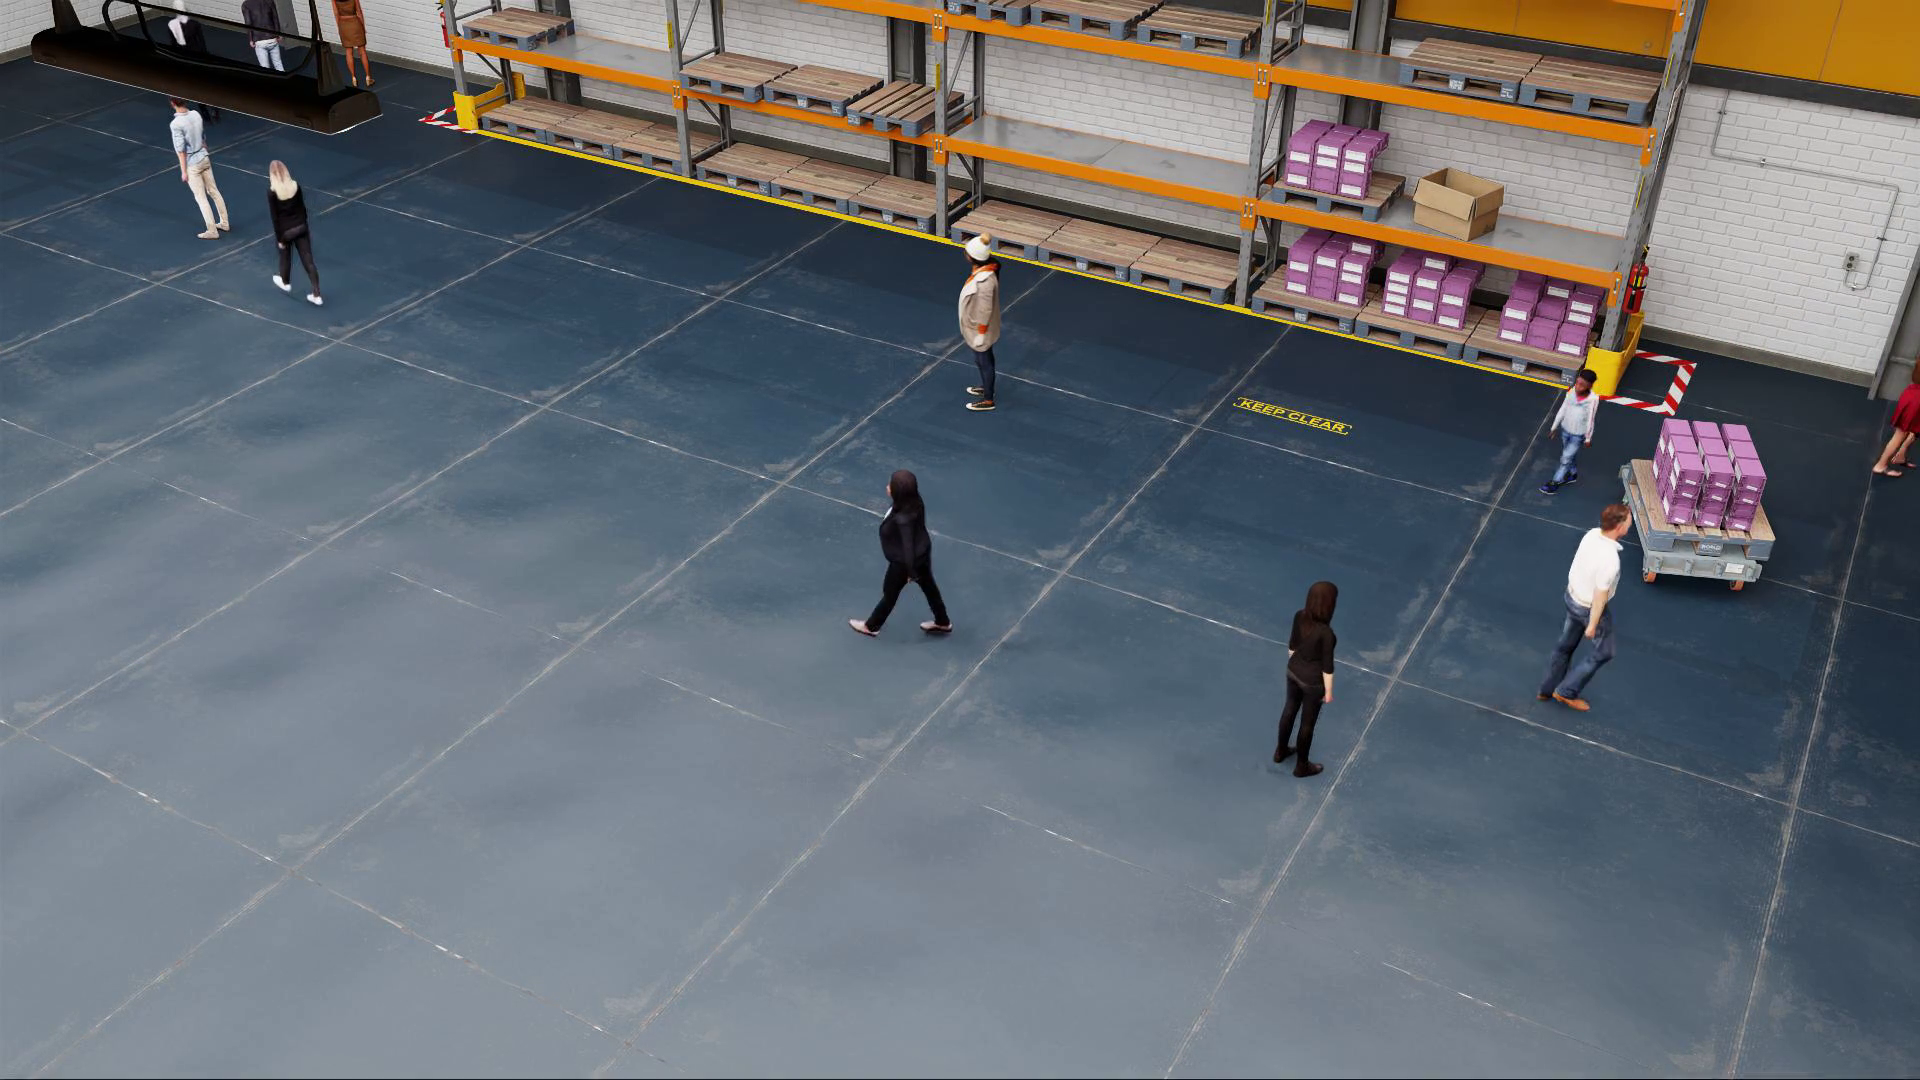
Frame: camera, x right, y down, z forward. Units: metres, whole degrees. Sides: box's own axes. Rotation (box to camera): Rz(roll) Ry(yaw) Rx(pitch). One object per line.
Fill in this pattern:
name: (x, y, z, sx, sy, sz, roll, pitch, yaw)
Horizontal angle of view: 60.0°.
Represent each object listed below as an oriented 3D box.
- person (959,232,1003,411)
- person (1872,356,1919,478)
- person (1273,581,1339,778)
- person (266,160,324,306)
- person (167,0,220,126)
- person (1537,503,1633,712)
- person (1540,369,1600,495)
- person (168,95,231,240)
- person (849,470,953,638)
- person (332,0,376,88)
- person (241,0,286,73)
person: (0.248, -2.221, 16.724, 0.828, 1.898, 0.809, 1, 34, 2)
person: (8.927, -1.292, 15.652, 0.706, 1.538, 0.629, 10, 35, 15)
person: (2.522, 1.000, 12.109, 0.724, 1.640, 0.599, -20, 38, -27)
person: (-7.469, -3.424, 18.754, 1.100, 1.653, 0.786, 26, 42, 33)
person: (-10.902, -6.770, 23.683, 0.712, 1.769, 0.744, -19, 38, -26)
person: (4.673, 0.509, 12.672, 0.841, 1.835, 0.809, -1, 34, -2)
person: (5.801, -1.039, 15.541, 0.798, 1.237, 0.797, -16, 37, -23)
person: (-9.353, -4.609, 20.363, 0.609, 1.846, 0.696, 10, 35, 14)
person: (-0.323, 0.140, 13.467, 1.162, 1.570, 0.900, 4, 34, 6)
person: (-9.222, -7.732, 25.202, 0.627, 1.690, 0.699, -6, 34, -9)
person: (-10.243, -7.372, 24.528, 0.711, 1.837, 0.638, -29, 43, -36)
